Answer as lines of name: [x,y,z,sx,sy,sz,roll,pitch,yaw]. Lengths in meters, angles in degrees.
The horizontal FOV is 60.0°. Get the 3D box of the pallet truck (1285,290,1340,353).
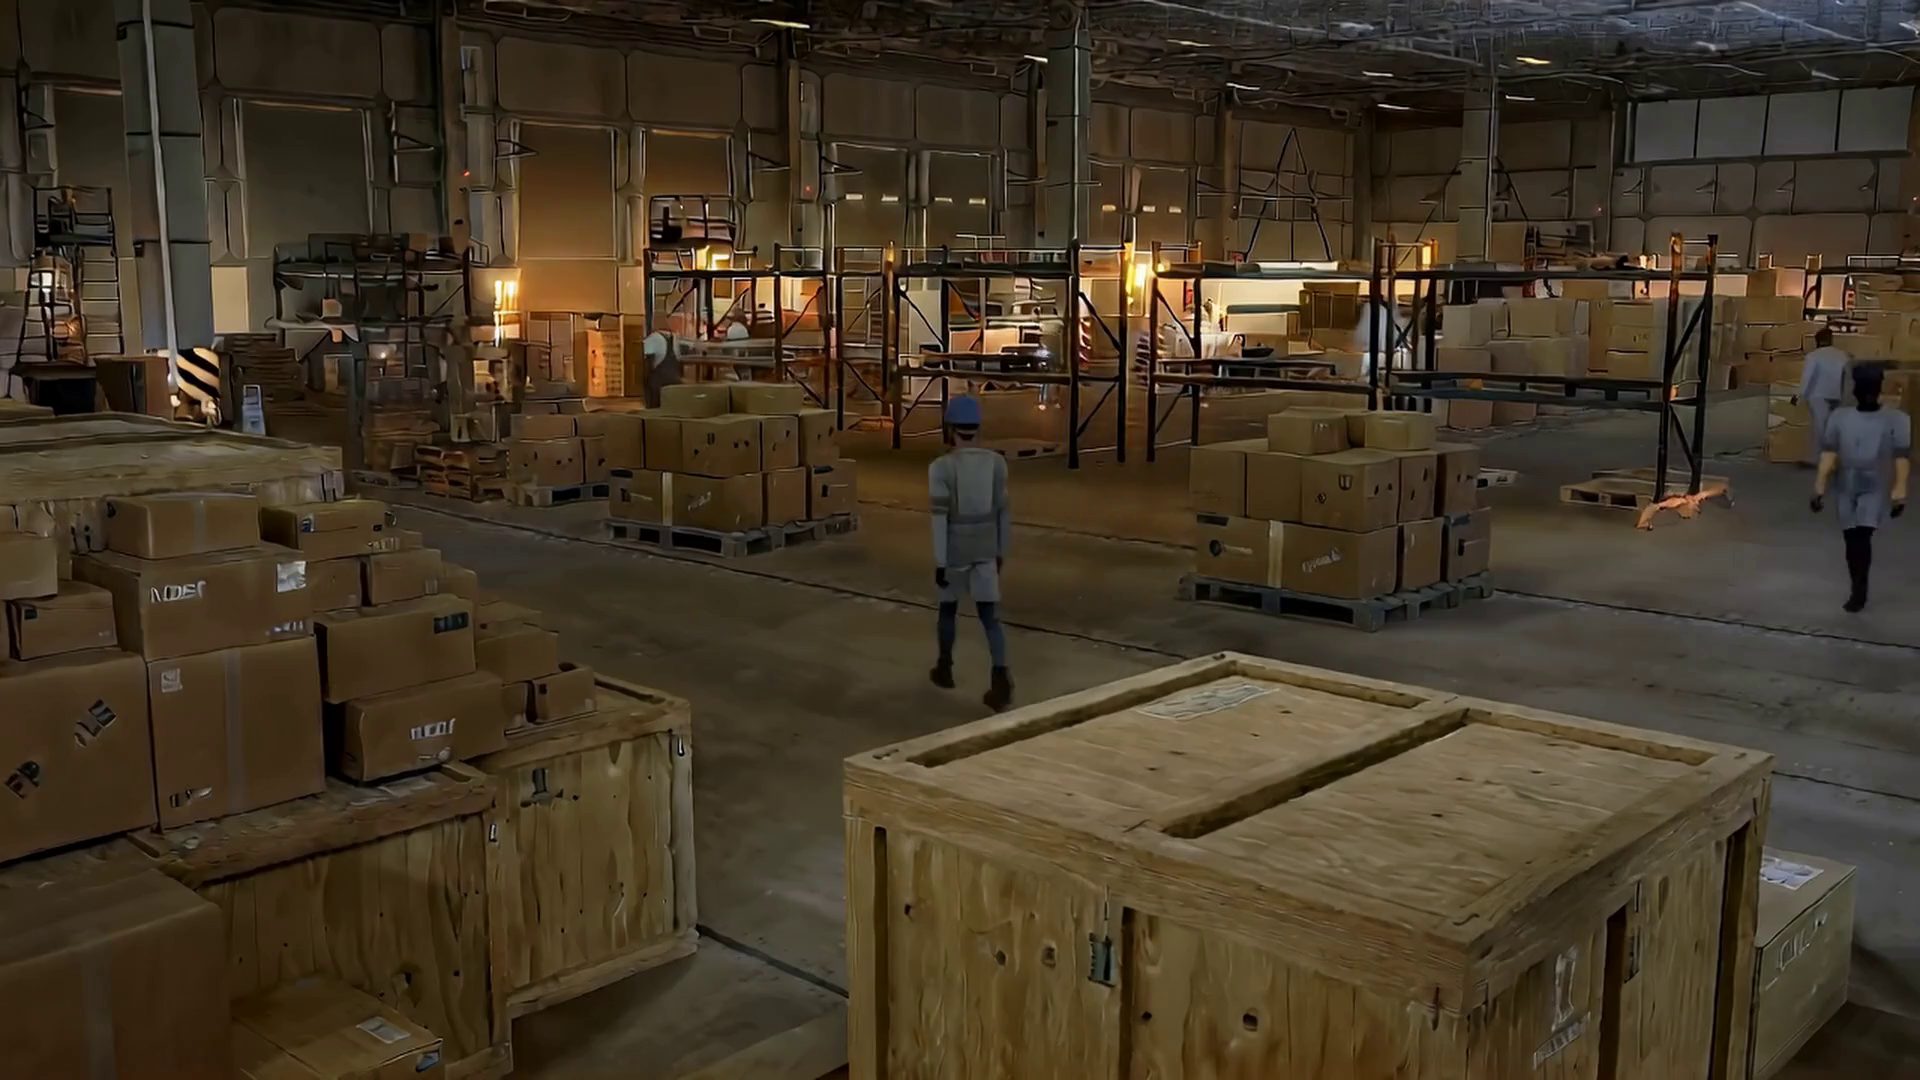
pallet truck: [11.297,-6.951,52.861,1.885,1.965,0.823,-5,11,-29]

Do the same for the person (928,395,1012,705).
person: [0.068,0.055,10.253,0.555,1.900,0.992,-4,10,-23]

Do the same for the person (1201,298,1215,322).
person: [6.153,-5.050,41.418,0.393,1.932,0.572,4,10,24]

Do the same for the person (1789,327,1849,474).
person: [11.204,-1.833,21.773,0.617,1.895,0.880,-5,10,-26]

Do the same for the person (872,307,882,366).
person: [-2.185,-5.399,44.473,0.320,1.632,0.525,-1,9,-6]

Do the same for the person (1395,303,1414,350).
person: [9.525,-4.093,35.584,0.585,1.917,0.380,-4,10,-25]

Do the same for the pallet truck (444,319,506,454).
pallet truck: [-6.981,-1.942,22.150,1.885,1.965,0.823,1,9,9]

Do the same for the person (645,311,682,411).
person: [-4.745,-2.661,26.425,1.015,2.000,0.697,8,12,40]

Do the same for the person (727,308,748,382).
person: [-4.129,-3.354,31.023,0.366,1.932,0.629,-6,11,-34]

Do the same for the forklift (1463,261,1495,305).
forklift: [11.998,-5.079,38.683,1.873,2.768,1.129,9,13,43]

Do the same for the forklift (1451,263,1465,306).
forklift: [13.960,-6.381,46.670,1.873,2.768,1.129,3,10,17]

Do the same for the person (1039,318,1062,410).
person: [1.731,-3.328,31.456,0.488,1.736,0.323,-5,11,-30]

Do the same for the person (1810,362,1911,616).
person: [6.870,-0.387,12.778,0.739,1.936,0.617,-7,12,-37]
